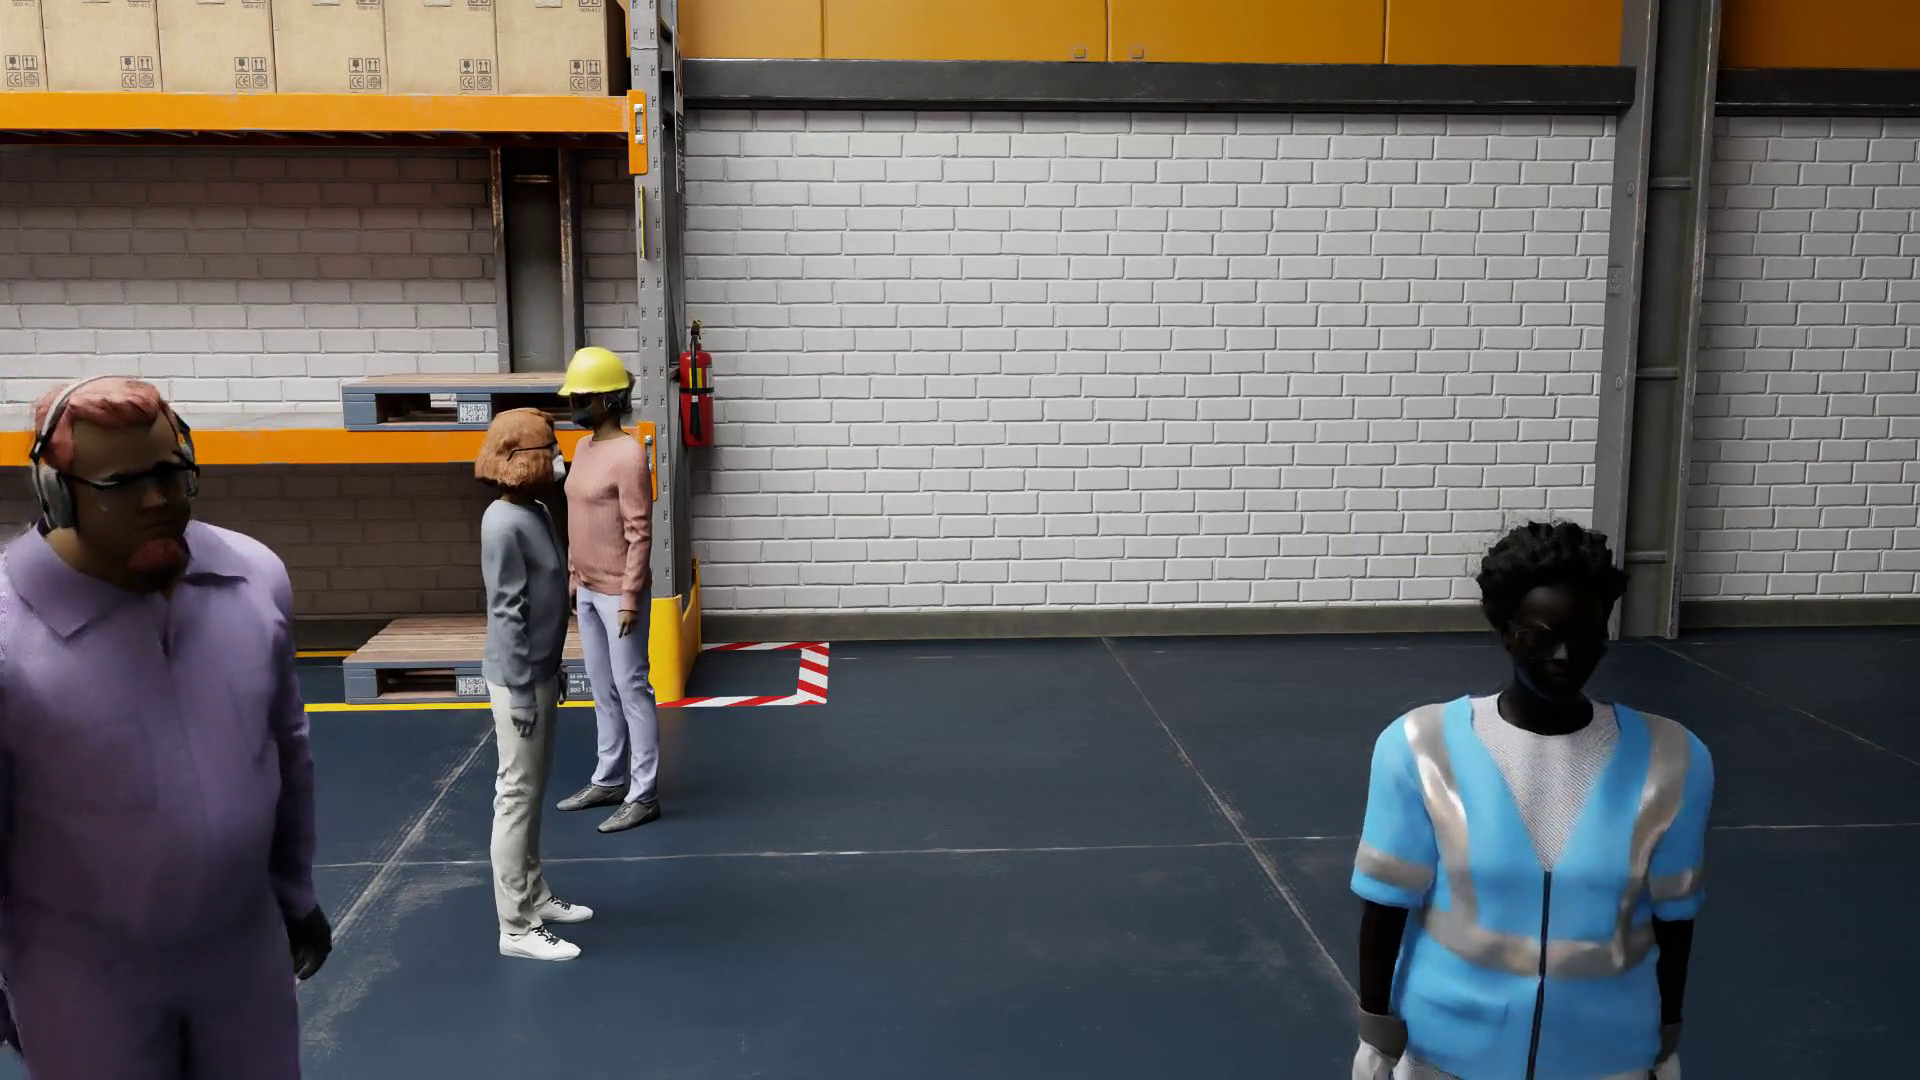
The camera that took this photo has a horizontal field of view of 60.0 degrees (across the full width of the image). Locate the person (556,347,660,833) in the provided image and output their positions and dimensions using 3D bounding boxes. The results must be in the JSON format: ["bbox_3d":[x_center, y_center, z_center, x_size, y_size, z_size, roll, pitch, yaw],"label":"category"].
[{"bbox_3d":[-1.300,0.179,6.101,0.311,1.768,0.524,-7,11,-38],"label":"person"}]

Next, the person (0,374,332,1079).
[{"bbox_3d":[-1.408,0.654,2.778,0.602,1.876,0.670,5,10,30],"label":"person"}]

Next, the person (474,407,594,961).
[{"bbox_3d":[-1.281,0.421,4.979,0.286,1.636,0.499,-1,9,-4],"label":"person"}]

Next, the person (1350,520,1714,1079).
[{"bbox_3d":[0.898,0.775,2.690,0.536,1.663,0.851,2,9,13],"label":"person"}]
